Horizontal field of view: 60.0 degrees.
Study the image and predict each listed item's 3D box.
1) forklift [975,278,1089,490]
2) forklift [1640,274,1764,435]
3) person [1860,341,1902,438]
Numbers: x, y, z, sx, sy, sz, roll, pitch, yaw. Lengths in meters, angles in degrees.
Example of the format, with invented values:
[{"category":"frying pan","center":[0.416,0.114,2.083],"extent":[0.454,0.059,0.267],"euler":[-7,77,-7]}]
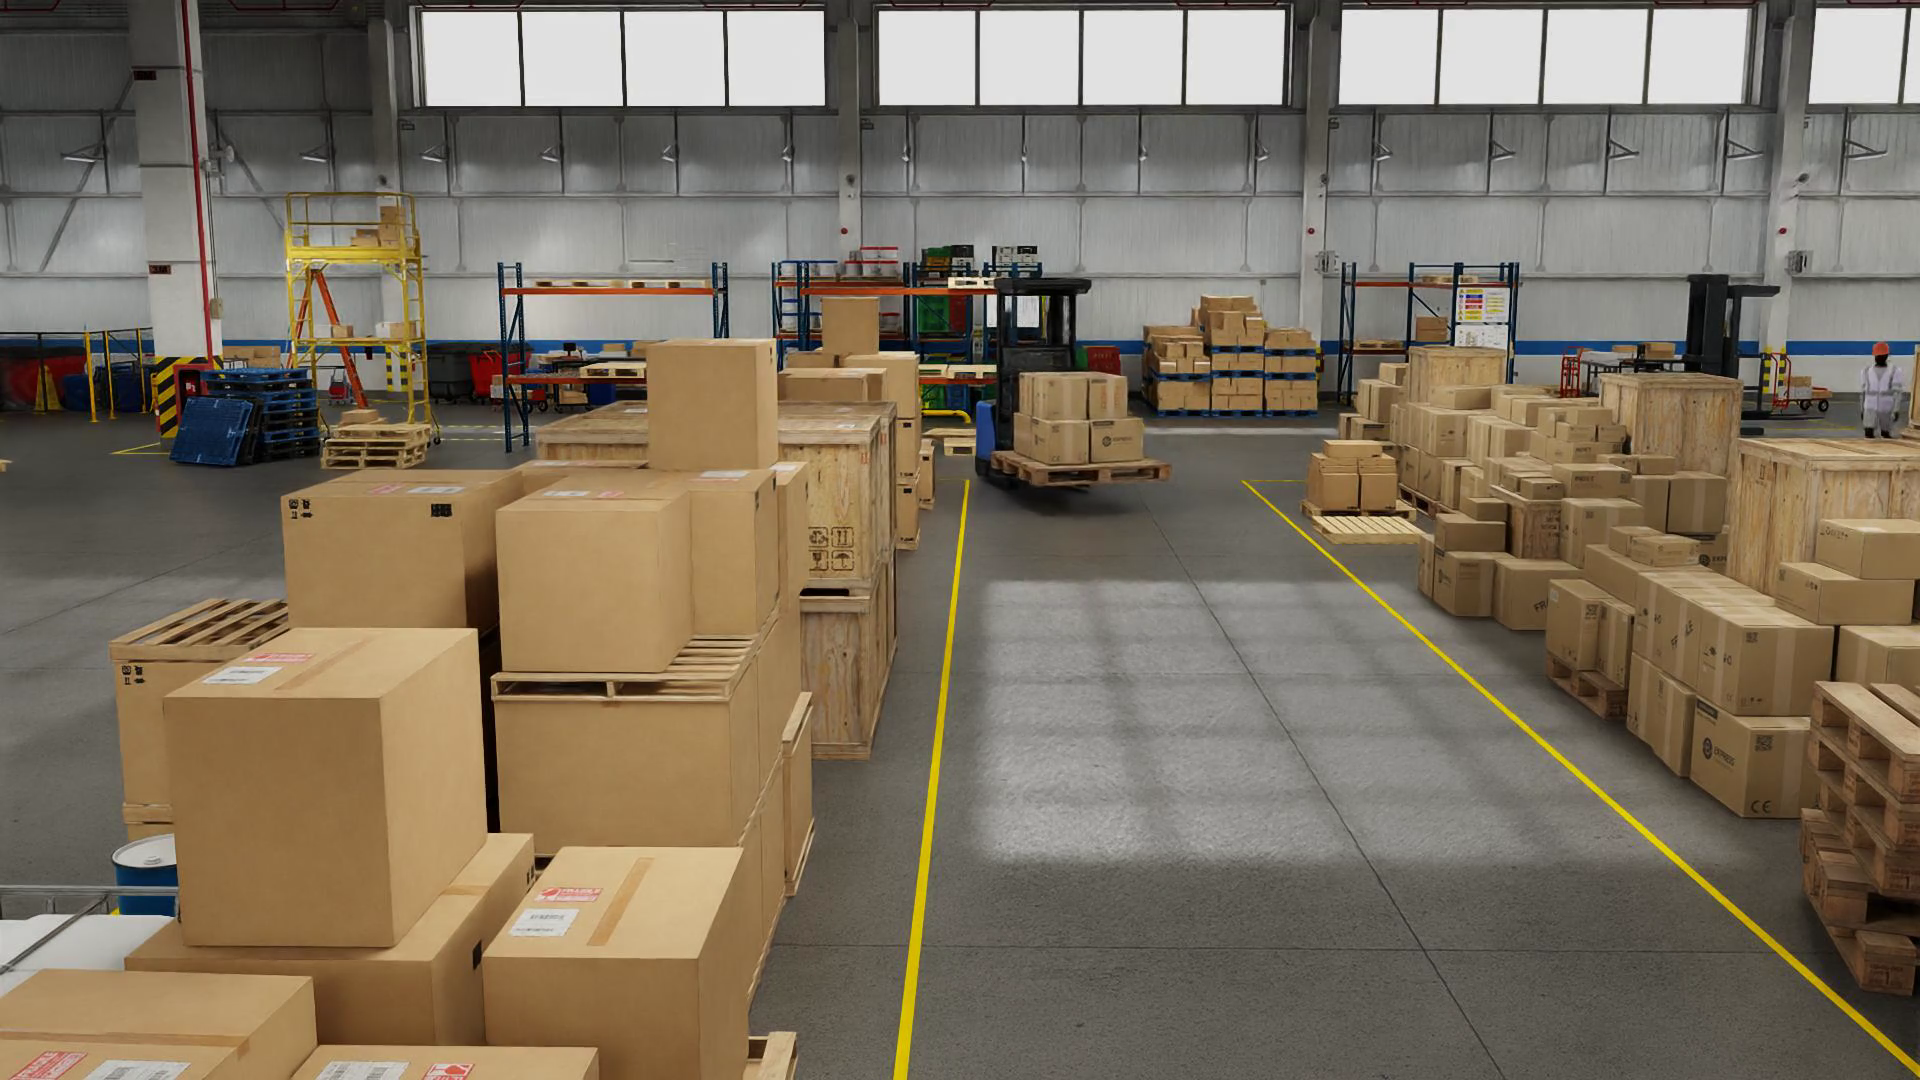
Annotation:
[{"category":"forklift","center":[0.936,-2.181,22.700],"extent":[1.129,2.768,1.873],"euler":[-3,10,-15]},{"category":"forklift","center":[13.054,-3.274,29.248],"extent":[1.873,2.768,1.129],"euler":[0,9,1]},{"category":"person","center":[13.370,-1.937,24.167],"extent":[0.552,1.913,0.878],"euler":[7,12,36]}]
